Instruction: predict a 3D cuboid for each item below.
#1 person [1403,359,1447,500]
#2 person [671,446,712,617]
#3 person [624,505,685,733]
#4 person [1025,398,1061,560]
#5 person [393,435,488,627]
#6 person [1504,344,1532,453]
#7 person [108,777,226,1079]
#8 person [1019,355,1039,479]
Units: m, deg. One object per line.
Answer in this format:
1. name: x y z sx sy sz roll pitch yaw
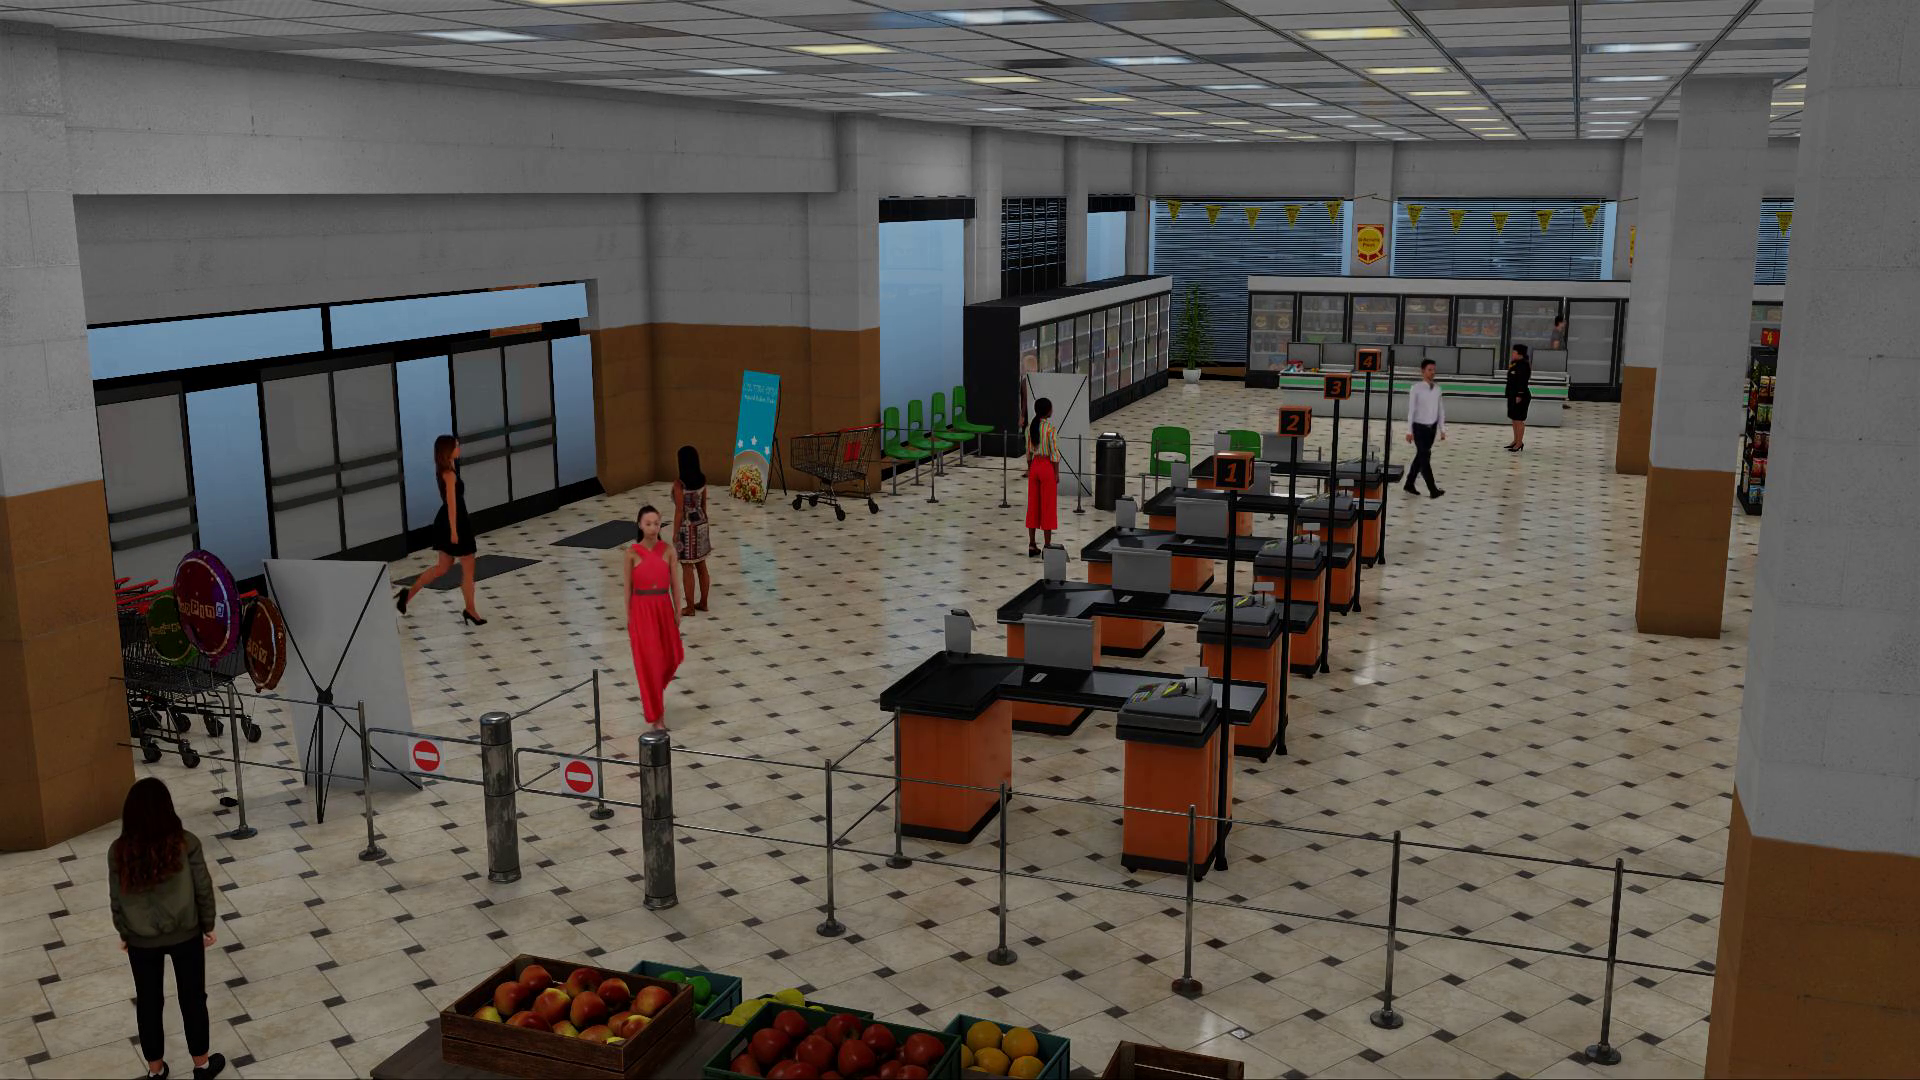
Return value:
1. person: 6.109 -1.460 22.053 1.191 1.824 1.186 -4 13 -20
2. person: -2.589 -0.097 16.012 0.604 1.645 0.693 7 14 32
3. person: -2.355 0.583 12.637 0.966 1.706 0.995 -4 13 -20
4. person: 0.916 -0.693 18.487 0.569 1.793 0.717 9 15 37
5. person: -4.787 -0.045 15.358 1.066 1.814 1.023 -6 13 -26
6. person: 8.760 -2.233 26.094 0.724 1.671 0.768 1 12 4
7. person: -3.599 1.776 7.526 0.623 1.477 0.716 -3 12 -14
8. person: 1.025 -1.759 23.660 0.615 1.747 0.645 9 15 37
